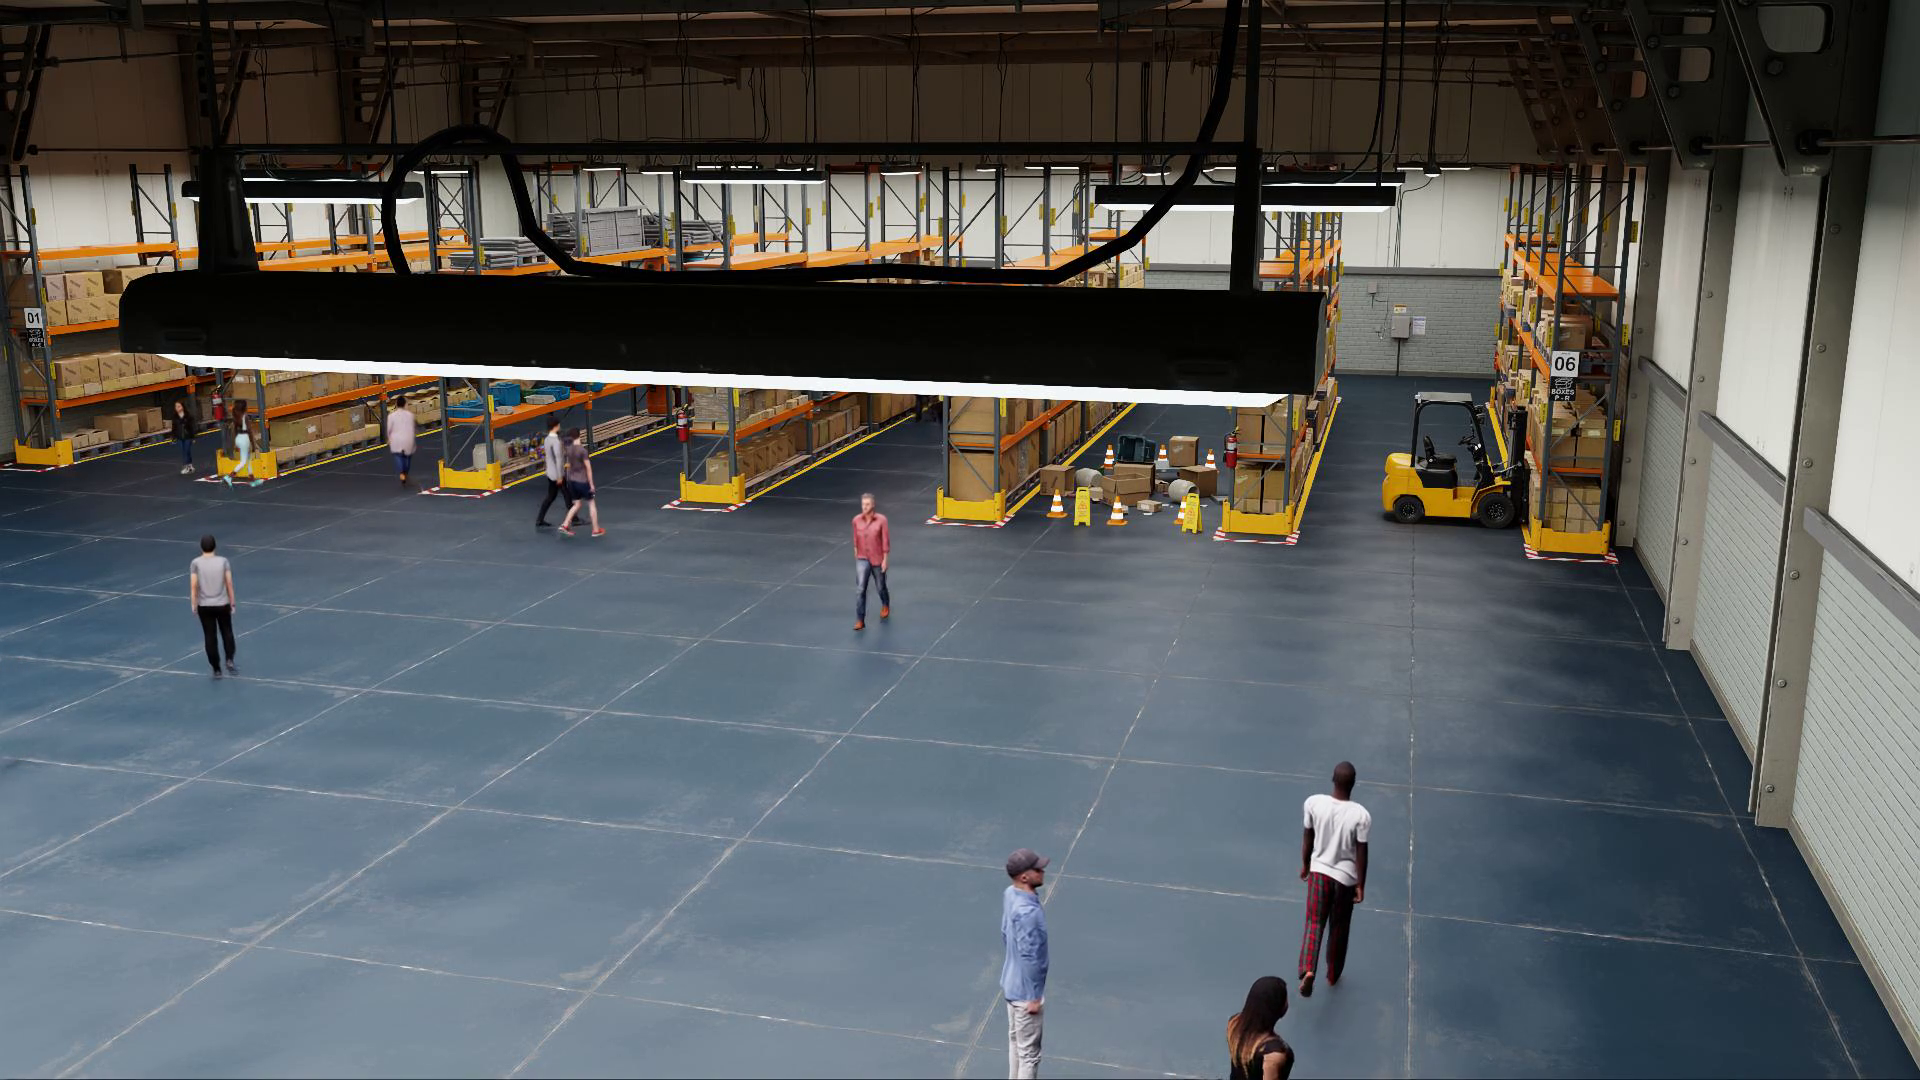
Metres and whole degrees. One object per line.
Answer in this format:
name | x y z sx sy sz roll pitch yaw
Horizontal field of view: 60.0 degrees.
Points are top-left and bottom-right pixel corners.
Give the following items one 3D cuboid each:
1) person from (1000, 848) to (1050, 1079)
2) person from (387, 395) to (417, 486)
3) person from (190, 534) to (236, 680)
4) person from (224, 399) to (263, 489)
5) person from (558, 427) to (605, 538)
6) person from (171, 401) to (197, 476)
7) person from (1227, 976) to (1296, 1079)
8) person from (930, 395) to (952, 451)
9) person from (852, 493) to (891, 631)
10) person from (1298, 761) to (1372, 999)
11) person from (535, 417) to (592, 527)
person | 0.423 2.887 10.791 0.794 1.887 0.660 -2 13 -9
person | -10.655 -1.877 31.770 1.110 1.704 1.240 -5 14 -22
person | -9.004 0.815 20.078 0.946 1.733 1.000 -8 15 -31
person | -13.580 -1.778 31.352 0.722 1.699 1.124 7 15 27
person | -6.323 -0.914 27.347 0.873 1.823 1.078 9 16 34
person | -15.352 -2.037 33.002 0.650 1.460 0.831 1 13 5
person | 1.600 3.302 9.436 0.982 1.689 0.926 -7 15 -29
person | -0.307 -2.787 35.457 0.762 1.812 0.920 3 13 11
person | -1.151 0.266 22.321 0.732 1.791 1.213 3 13 11
person | 2.751 2.551 12.396 0.770 1.818 1.005 6 14 25
person | -6.883 -1.093 27.986 1.296 1.883 1.185 -9 16 -35
